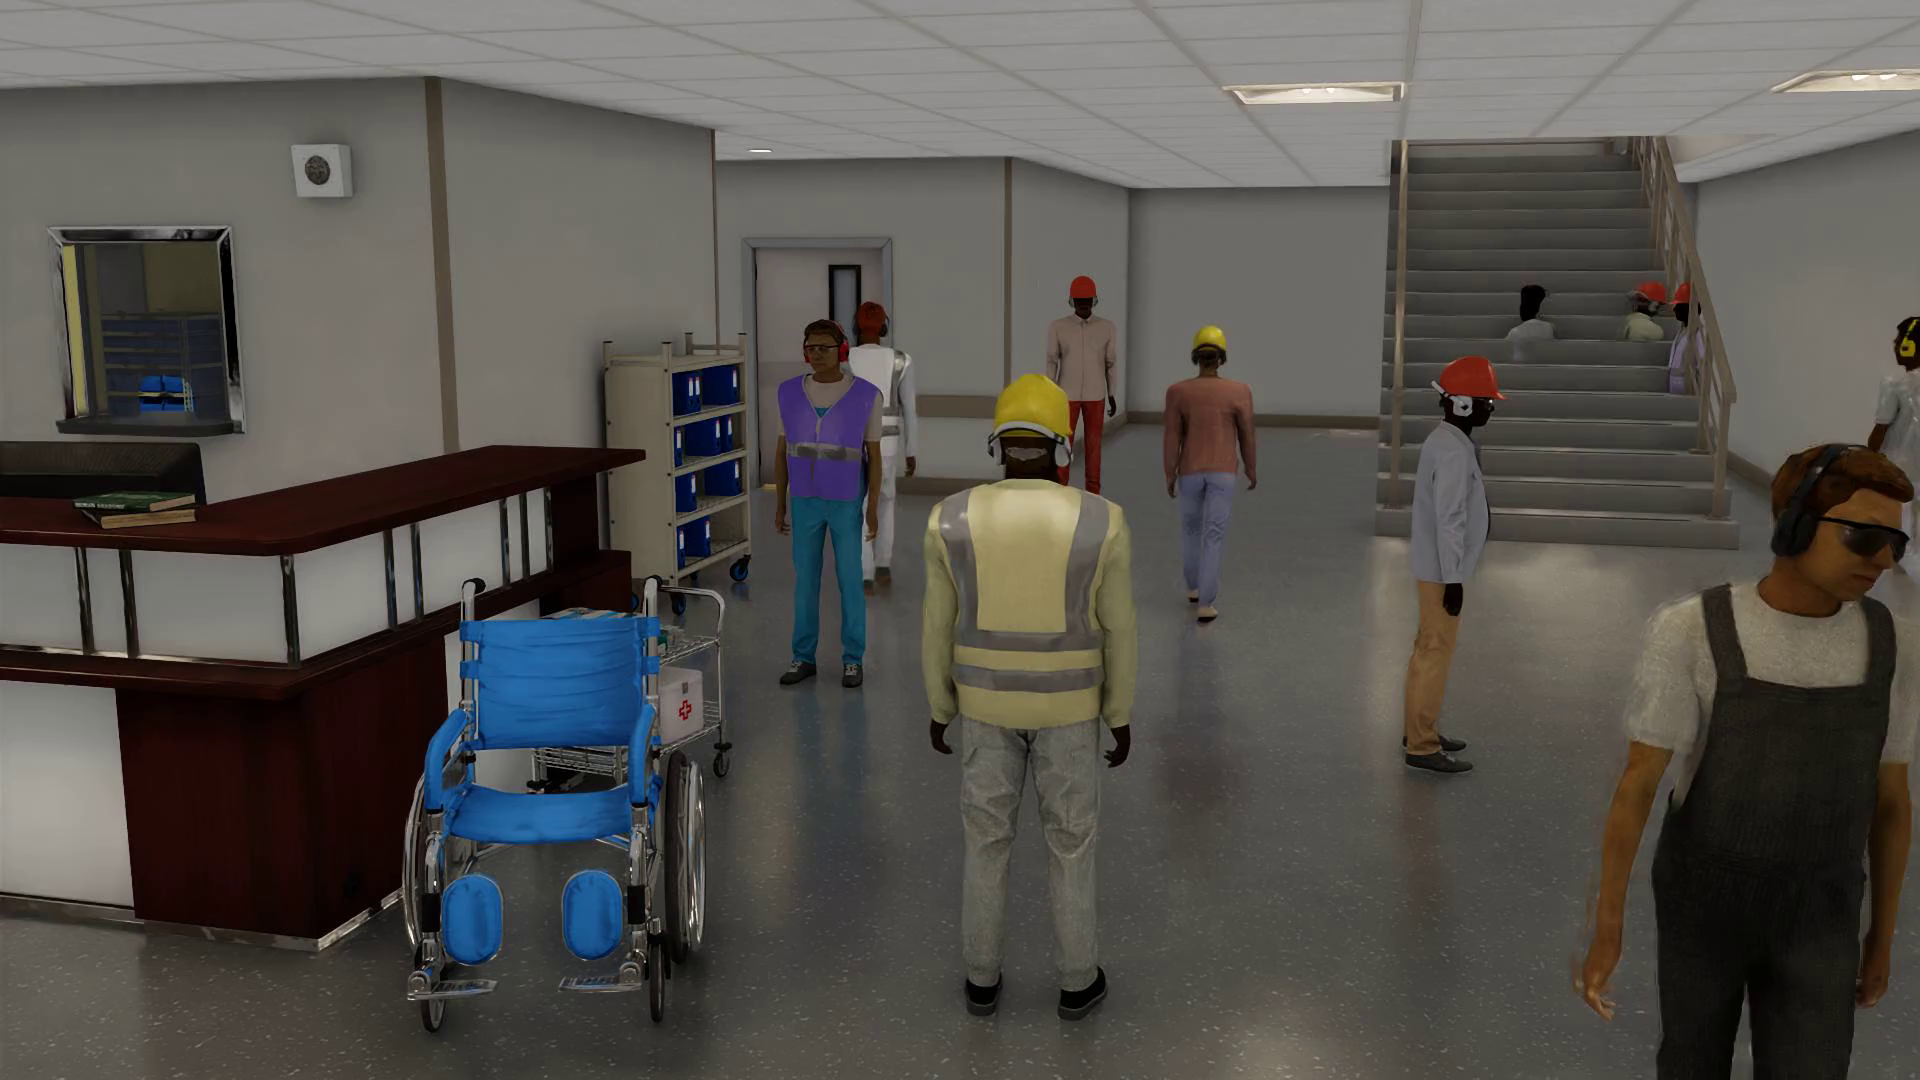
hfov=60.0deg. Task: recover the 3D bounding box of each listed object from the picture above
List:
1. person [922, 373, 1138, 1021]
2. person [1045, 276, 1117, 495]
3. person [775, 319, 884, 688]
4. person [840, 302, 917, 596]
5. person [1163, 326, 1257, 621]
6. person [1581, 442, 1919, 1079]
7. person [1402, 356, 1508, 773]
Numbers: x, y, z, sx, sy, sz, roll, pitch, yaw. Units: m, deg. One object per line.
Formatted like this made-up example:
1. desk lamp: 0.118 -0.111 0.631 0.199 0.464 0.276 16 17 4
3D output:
1. person: 0.199 0.449 4.687 0.602 1.828 0.404 2 10 9
2. person: 1.034 -1.237 14.130 0.623 1.992 0.396 -1 10 -5
3. person: -0.658 -0.184 8.373 0.564 1.846 0.390 2 10 12
4. person: -0.603 -0.602 10.763 0.600 1.859 0.711 -2 10 -11
5. person: 1.527 -0.414 10.052 0.534 1.739 0.819 4 10 22
6. person: 1.454 0.723 3.098 0.622 1.816 0.554 2 10 10
7. person: 2.082 0.099 7.011 0.361 1.742 0.563 2 10 13
